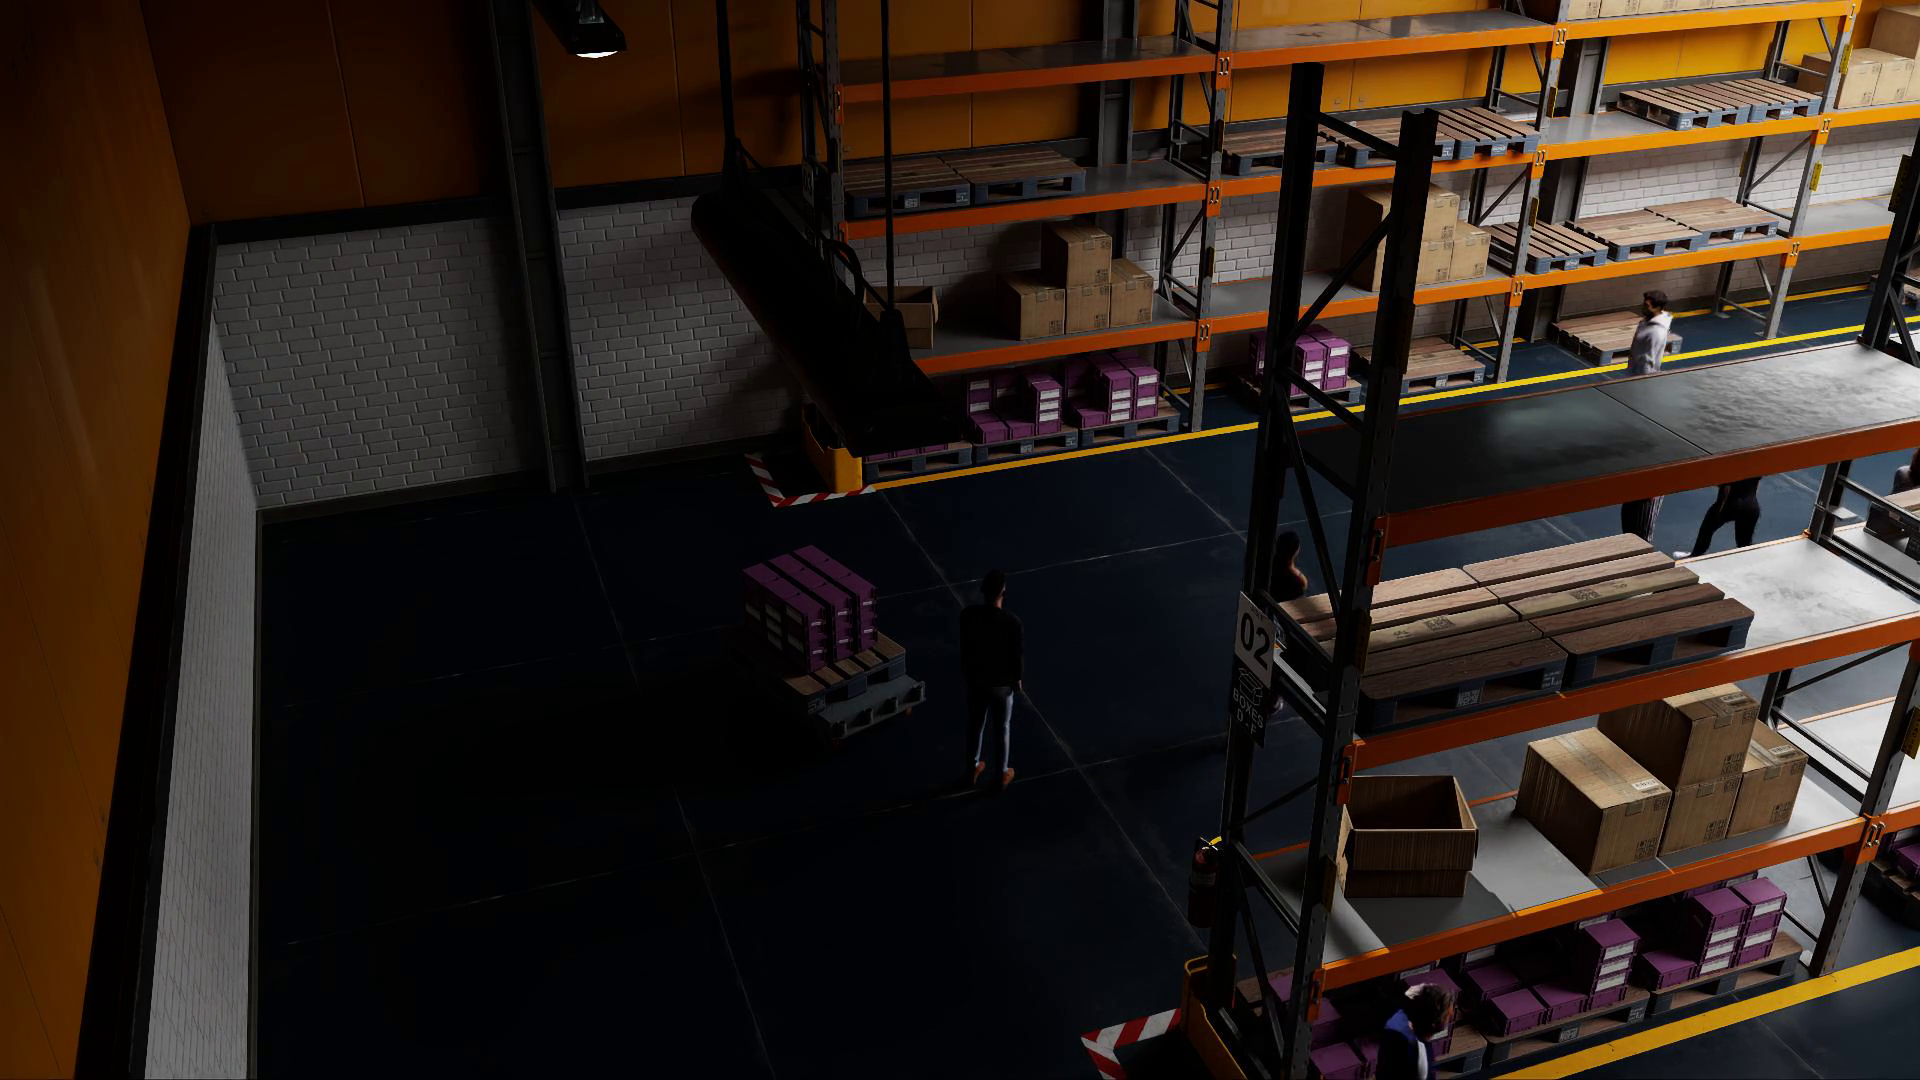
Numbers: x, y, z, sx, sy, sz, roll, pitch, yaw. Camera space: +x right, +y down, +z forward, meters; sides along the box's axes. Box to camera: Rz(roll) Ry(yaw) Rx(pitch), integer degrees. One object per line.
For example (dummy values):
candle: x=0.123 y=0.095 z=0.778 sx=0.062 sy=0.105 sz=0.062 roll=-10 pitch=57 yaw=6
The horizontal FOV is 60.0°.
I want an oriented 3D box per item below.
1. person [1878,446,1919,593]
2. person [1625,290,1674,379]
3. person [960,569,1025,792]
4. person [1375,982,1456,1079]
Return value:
person: x=8.077 y=-0.004 z=14.324 sx=1.217 sy=1.751 sz=0.714 roll=-14 pitch=31 yaw=-23
person: x=7.128 y=-1.664 z=17.205 sx=1.170 sy=1.906 sz=0.974 roll=2 pitch=29 yaw=4
person: x=0.219 y=1.046 z=12.318 sx=0.694 sy=1.829 sz=0.785 roll=8 pitch=30 yaw=15
person: x=2.192 y=3.028 z=8.705 sx=0.997 sy=1.809 sz=0.790 roll=-2 pitch=29 yaw=-3
